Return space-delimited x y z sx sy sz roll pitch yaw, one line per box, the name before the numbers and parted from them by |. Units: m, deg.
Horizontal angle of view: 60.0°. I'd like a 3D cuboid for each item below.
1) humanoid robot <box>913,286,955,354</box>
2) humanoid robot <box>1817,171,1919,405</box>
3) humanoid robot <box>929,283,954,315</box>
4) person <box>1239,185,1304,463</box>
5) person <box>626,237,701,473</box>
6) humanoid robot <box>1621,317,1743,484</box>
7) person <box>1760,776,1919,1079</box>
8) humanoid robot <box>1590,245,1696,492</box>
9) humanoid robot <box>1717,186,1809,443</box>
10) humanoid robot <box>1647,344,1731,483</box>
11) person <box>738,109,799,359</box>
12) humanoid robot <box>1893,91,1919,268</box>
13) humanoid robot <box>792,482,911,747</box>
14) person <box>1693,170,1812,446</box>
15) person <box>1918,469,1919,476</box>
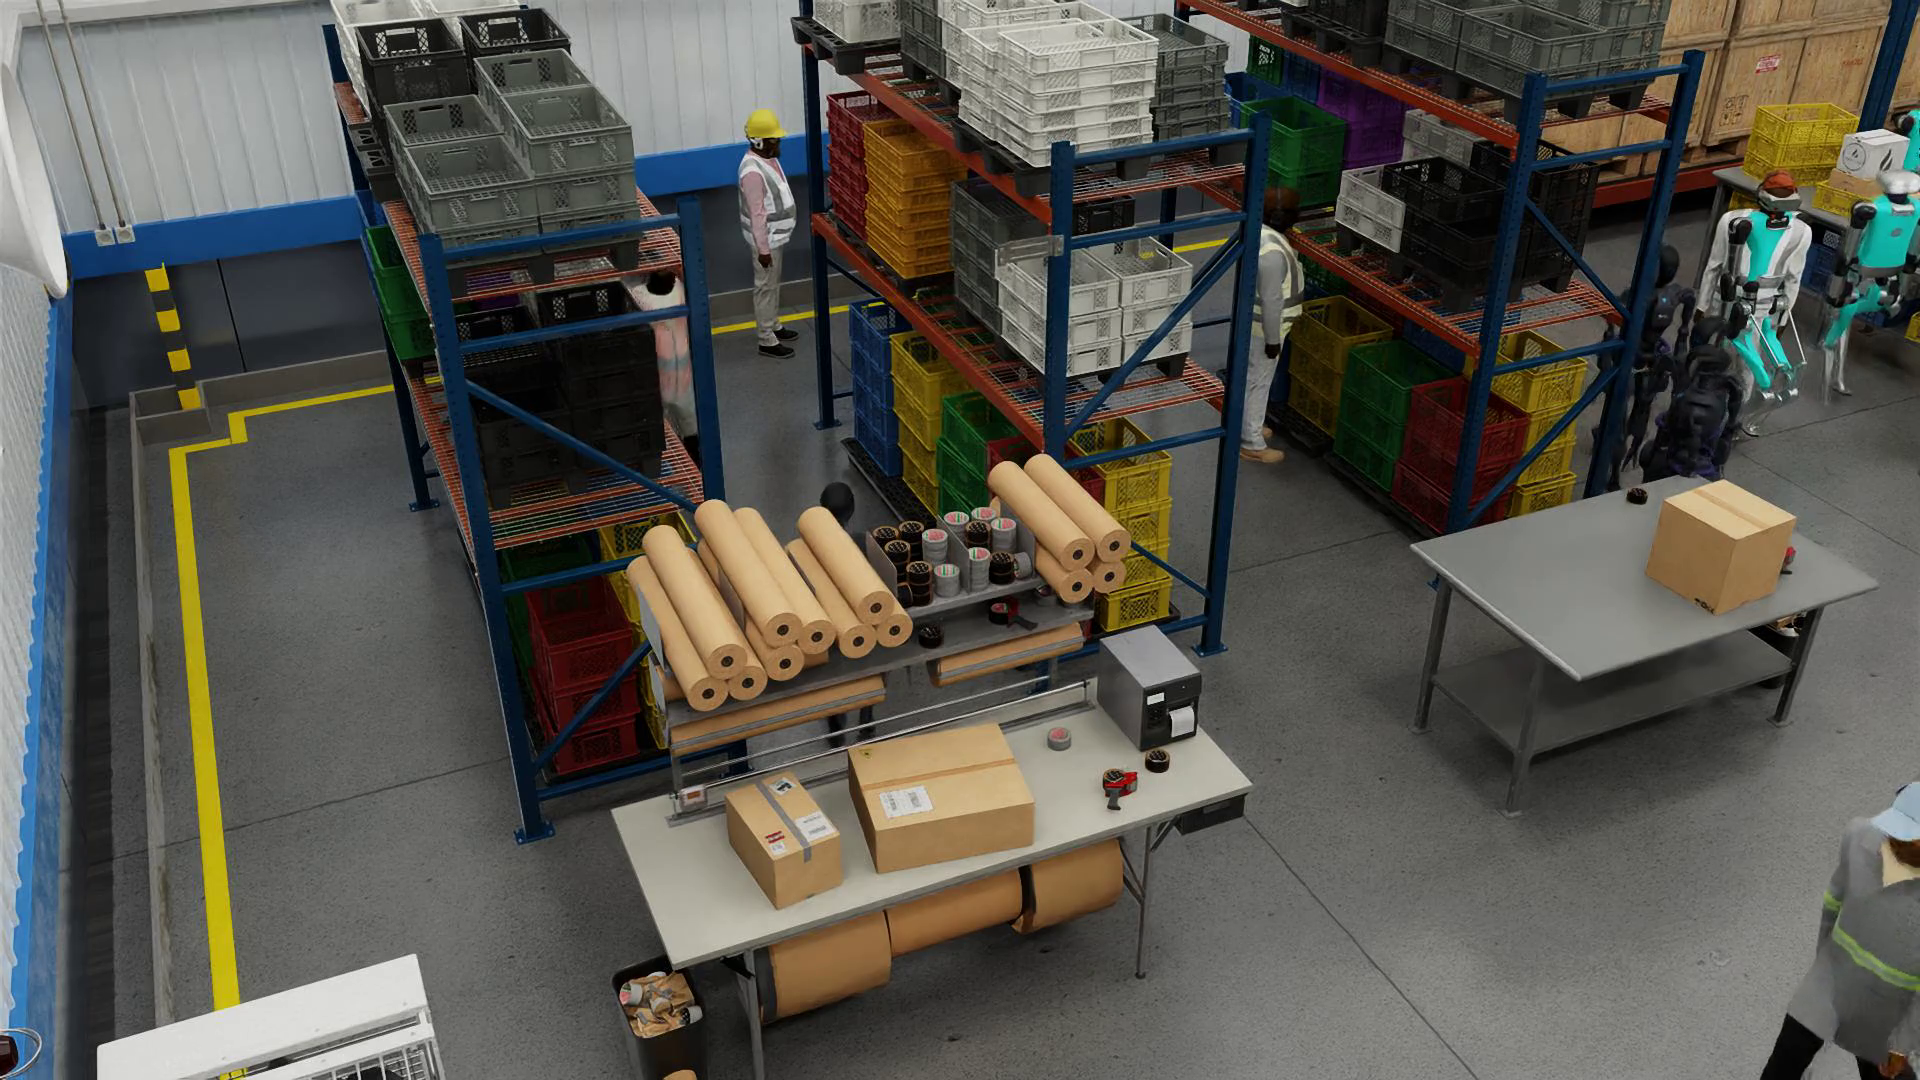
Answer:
humanoid robot | -0.169 -2.173 12.089 0.662 1.785 0.551 -14 34 -21
humanoid robot | 6.120 -1.710 11.409 0.553 1.842 0.799 1 32 2
humanoid robot | -0.112 -2.016 11.903 0.411 1.645 0.601 -10 33 -16
person | 1.981 -1.402 10.747 0.430 1.844 0.621 -1 32 -1
person | -1.789 -0.968 9.964 0.594 1.928 0.974 -20 37 -29
humanoid robot | 4.068 -0.490 9.419 0.584 1.651 0.326 27 41 36
person | 3.277 1.571 5.944 0.905 1.819 0.586 -13 34 -20
humanoid robot | 4.235 -1.110 10.464 0.608 1.642 0.703 -3 32 -5
humanoid robot | 5.214 -1.383 10.689 0.533 1.677 0.735 -8 33 -13
humanoid robot | 3.937 -0.315 9.137 0.334 1.650 0.591 10 33 16
person | -1.384 -2.230 12.100 0.404 1.830 0.599 1 32 2
humanoid robot | 7.323 -2.430 12.571 0.533 1.826 0.917 -10 33 -15
humanoid robot | -0.542 0.456 7.929 0.610 1.624 0.786 -2 32 -2
person | 5.141 -1.520 10.906 0.577 1.879 0.352 14 34 22
person | 6.480 -1.257 10.338 0.598 2.036 0.403 10 33 15
